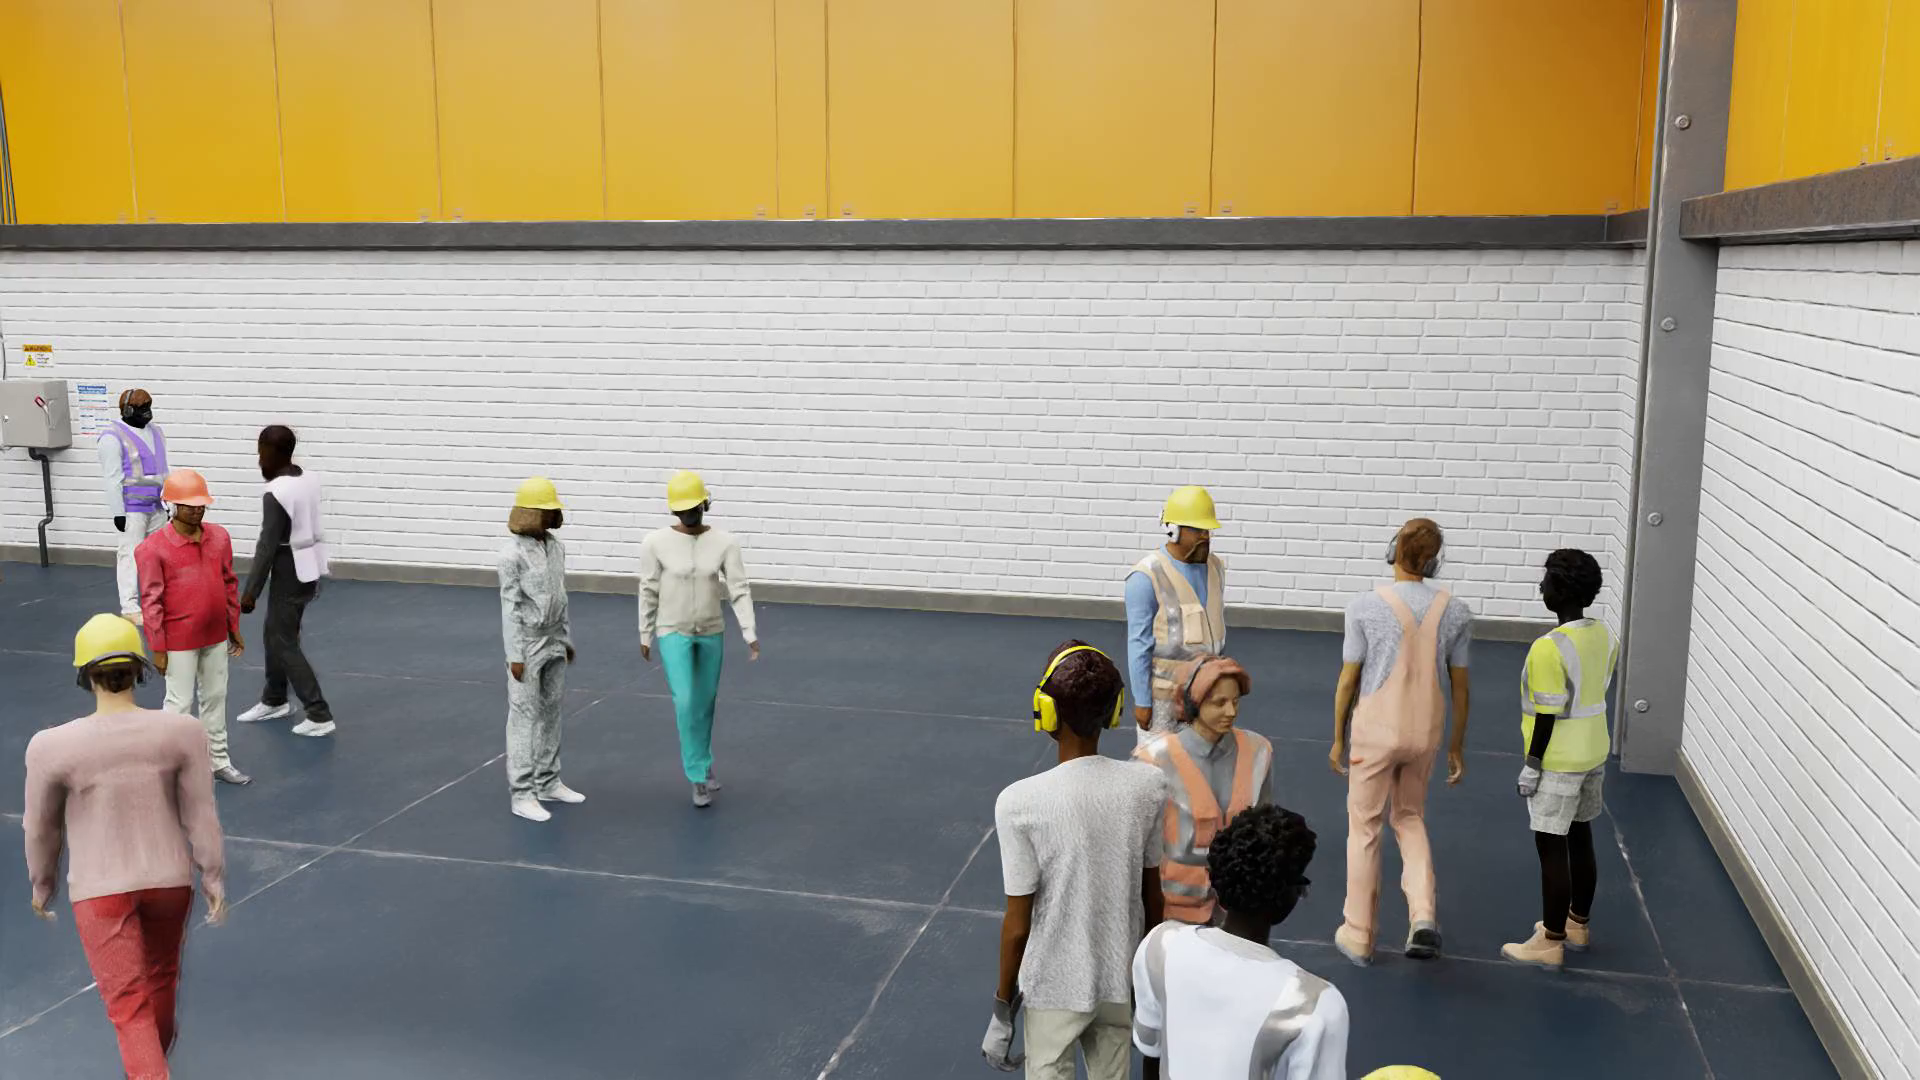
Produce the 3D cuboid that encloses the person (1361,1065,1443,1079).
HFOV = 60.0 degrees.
[{"bbox_3d":[0.558,1.625,2.298,0.505,1.718,0.707,3,10,16],"label":"person"}]

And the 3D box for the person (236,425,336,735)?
[{"bbox_3d":[-4.061,0.239,9.916,0.669,1.860,0.639,-1,10,-5],"label":"person"}]

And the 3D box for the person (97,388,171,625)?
[{"bbox_3d":[-6.361,-0.261,12.926,0.429,1.835,0.629,2,10,13],"label":"person"}]

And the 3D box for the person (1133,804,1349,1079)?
[{"bbox_3d":[0.600,1.394,3.605,0.542,1.685,0.321,9,13,43],"label":"person"}]

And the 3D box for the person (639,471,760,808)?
[{"bbox_3d":[-1.359,0.506,8.632,0.558,1.737,0.667,-5,11,-29],"label":"person"}]

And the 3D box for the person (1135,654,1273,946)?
[{"bbox_3d":[0.733,1.142,5.267,0.524,1.630,0.452,-4,10,-22],"label":"person"}]

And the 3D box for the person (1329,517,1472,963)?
[{"bbox_3d":[1.775,0.827,6.604,0.509,1.811,0.498,-1,10,-8],"label":"person"}]

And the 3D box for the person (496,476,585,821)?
[{"bbox_3d":[-2.130,0.540,8.471,0.311,1.741,0.491,4,10,22],"label":"person"}]

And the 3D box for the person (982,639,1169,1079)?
[{"bbox_3d":[0.297,1.179,4.332,0.530,1.871,0.323,-5,11,-27],"label":"person"}]

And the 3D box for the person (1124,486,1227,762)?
[{"bbox_3d":[1.003,0.651,7.593,0.591,1.823,0.404,-8,13,-40],"label":"person"}]

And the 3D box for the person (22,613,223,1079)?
[{"bbox_3d":[-2.658,1.091,5.314,0.524,1.710,0.919,-9,13,-42],"label":"person"}]

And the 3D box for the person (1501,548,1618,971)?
[{"bbox_3d":[2.409,0.870,6.659,0.532,1.699,0.318,-9,13,-44],"label":"person"}]

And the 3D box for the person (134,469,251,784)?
[{"bbox_3d":[-4.021,0.488,8.765,0.347,1.746,0.560,4,11,24],"label":"person"}]
